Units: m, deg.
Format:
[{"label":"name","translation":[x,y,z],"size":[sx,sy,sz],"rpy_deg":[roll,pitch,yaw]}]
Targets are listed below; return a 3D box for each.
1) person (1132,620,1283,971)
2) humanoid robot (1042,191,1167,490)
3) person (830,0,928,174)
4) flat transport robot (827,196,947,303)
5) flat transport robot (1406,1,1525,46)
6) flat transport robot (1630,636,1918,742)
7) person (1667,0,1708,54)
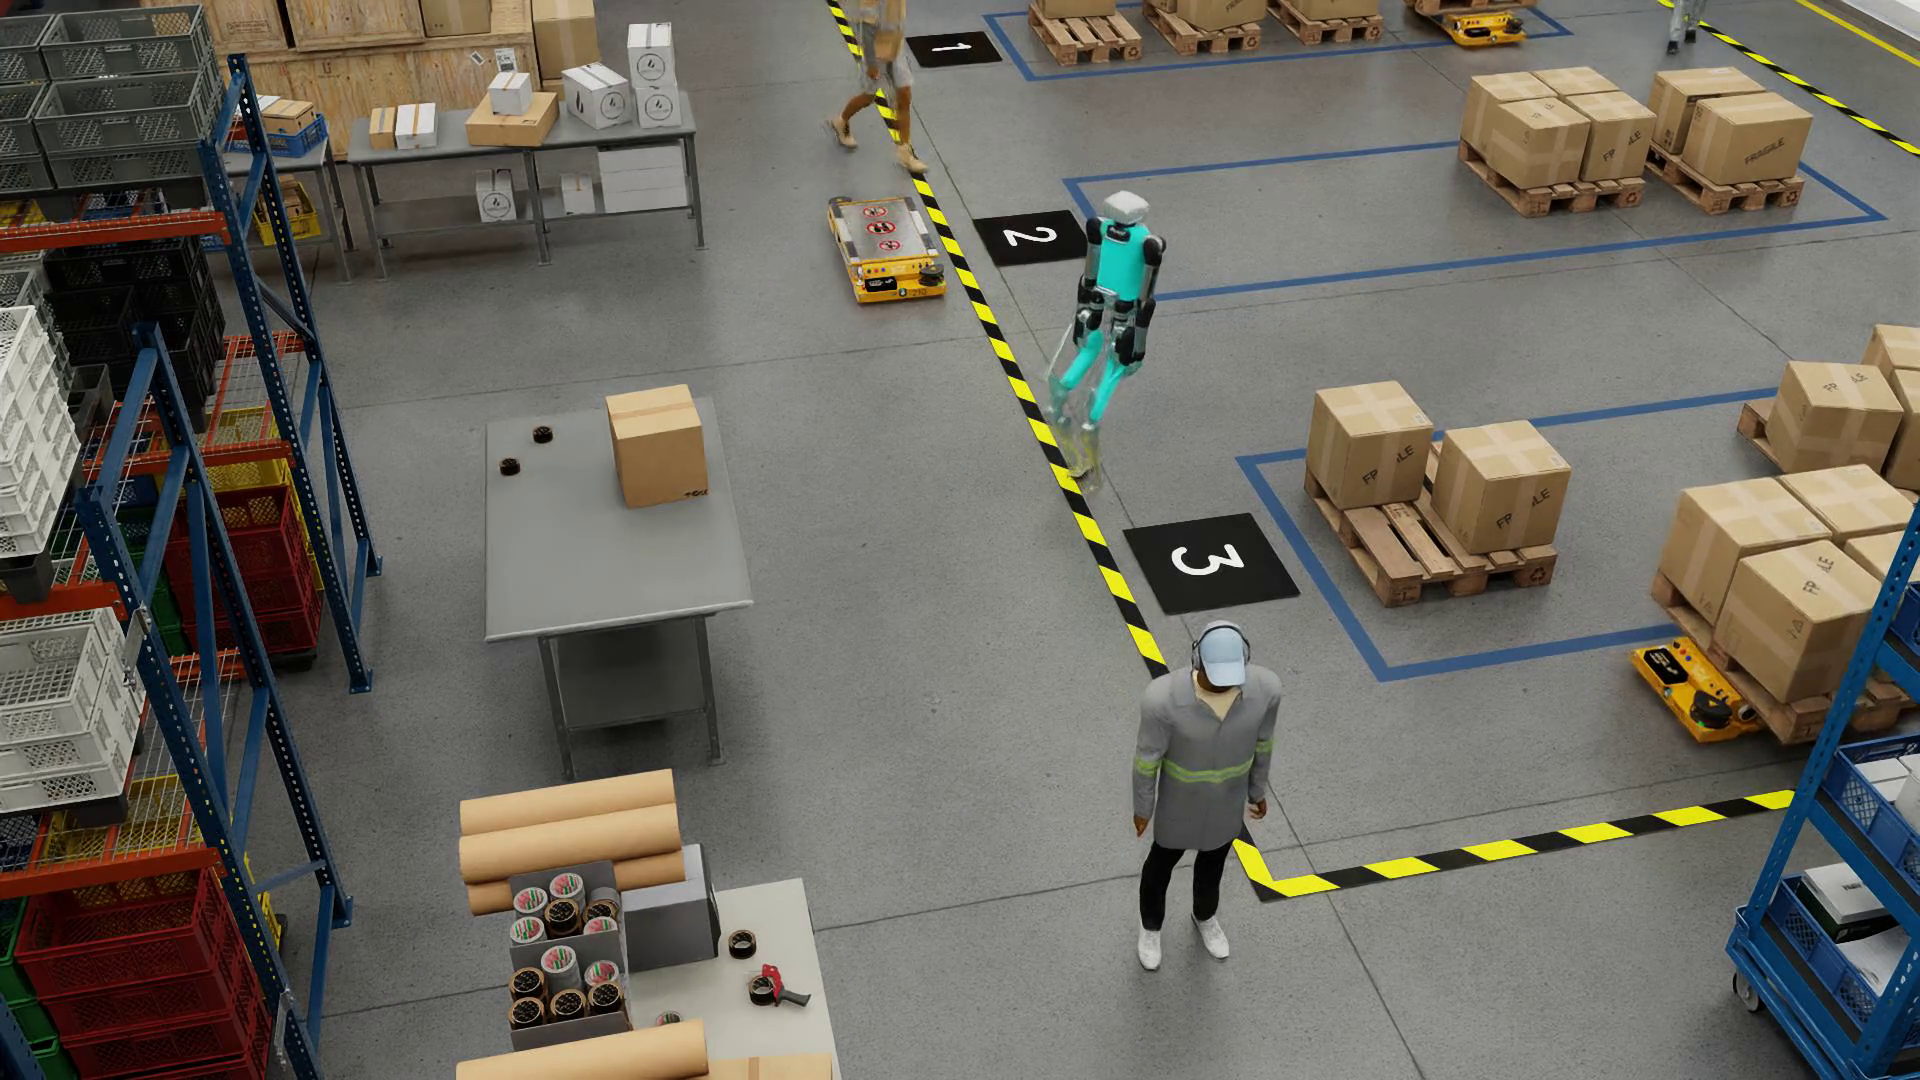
[{"label":"person","translation":[0.996,1.056,6.808],"size":[0.597,1.850,0.395],"rpy_deg":[-6,37,-9]},{"label":"humanoid robot","translation":[0.774,-1.102,9.843],"size":[0.536,1.811,0.815],"rpy_deg":[29,45,33]},{"label":"person","translation":[-0.674,-4.025,13.517],"size":[0.964,2.003,0.632],"rpy_deg":[25,44,30]},{"label":"flat transport robot","translation":[-0.570,-2.220,12.538],"size":[0.659,0.231,1.431],"rpy_deg":[-8,37,-10]},{"label":"flat transport robot","translation":[5.028,-5.315,16.674],"size":[0.652,0.197,1.431],"rpy_deg":[-8,37,-10]},{"label":"flat transport robot","translation":[4.322,0.660,8.643],"size":[1.431,0.197,0.652],"rpy_deg":[-8,37,-10]},{"label":"person","translation":[7.036,-5.499,15.665],"size":[0.607,1.792,0.897],"rpy_deg":[11,38,15]}]
